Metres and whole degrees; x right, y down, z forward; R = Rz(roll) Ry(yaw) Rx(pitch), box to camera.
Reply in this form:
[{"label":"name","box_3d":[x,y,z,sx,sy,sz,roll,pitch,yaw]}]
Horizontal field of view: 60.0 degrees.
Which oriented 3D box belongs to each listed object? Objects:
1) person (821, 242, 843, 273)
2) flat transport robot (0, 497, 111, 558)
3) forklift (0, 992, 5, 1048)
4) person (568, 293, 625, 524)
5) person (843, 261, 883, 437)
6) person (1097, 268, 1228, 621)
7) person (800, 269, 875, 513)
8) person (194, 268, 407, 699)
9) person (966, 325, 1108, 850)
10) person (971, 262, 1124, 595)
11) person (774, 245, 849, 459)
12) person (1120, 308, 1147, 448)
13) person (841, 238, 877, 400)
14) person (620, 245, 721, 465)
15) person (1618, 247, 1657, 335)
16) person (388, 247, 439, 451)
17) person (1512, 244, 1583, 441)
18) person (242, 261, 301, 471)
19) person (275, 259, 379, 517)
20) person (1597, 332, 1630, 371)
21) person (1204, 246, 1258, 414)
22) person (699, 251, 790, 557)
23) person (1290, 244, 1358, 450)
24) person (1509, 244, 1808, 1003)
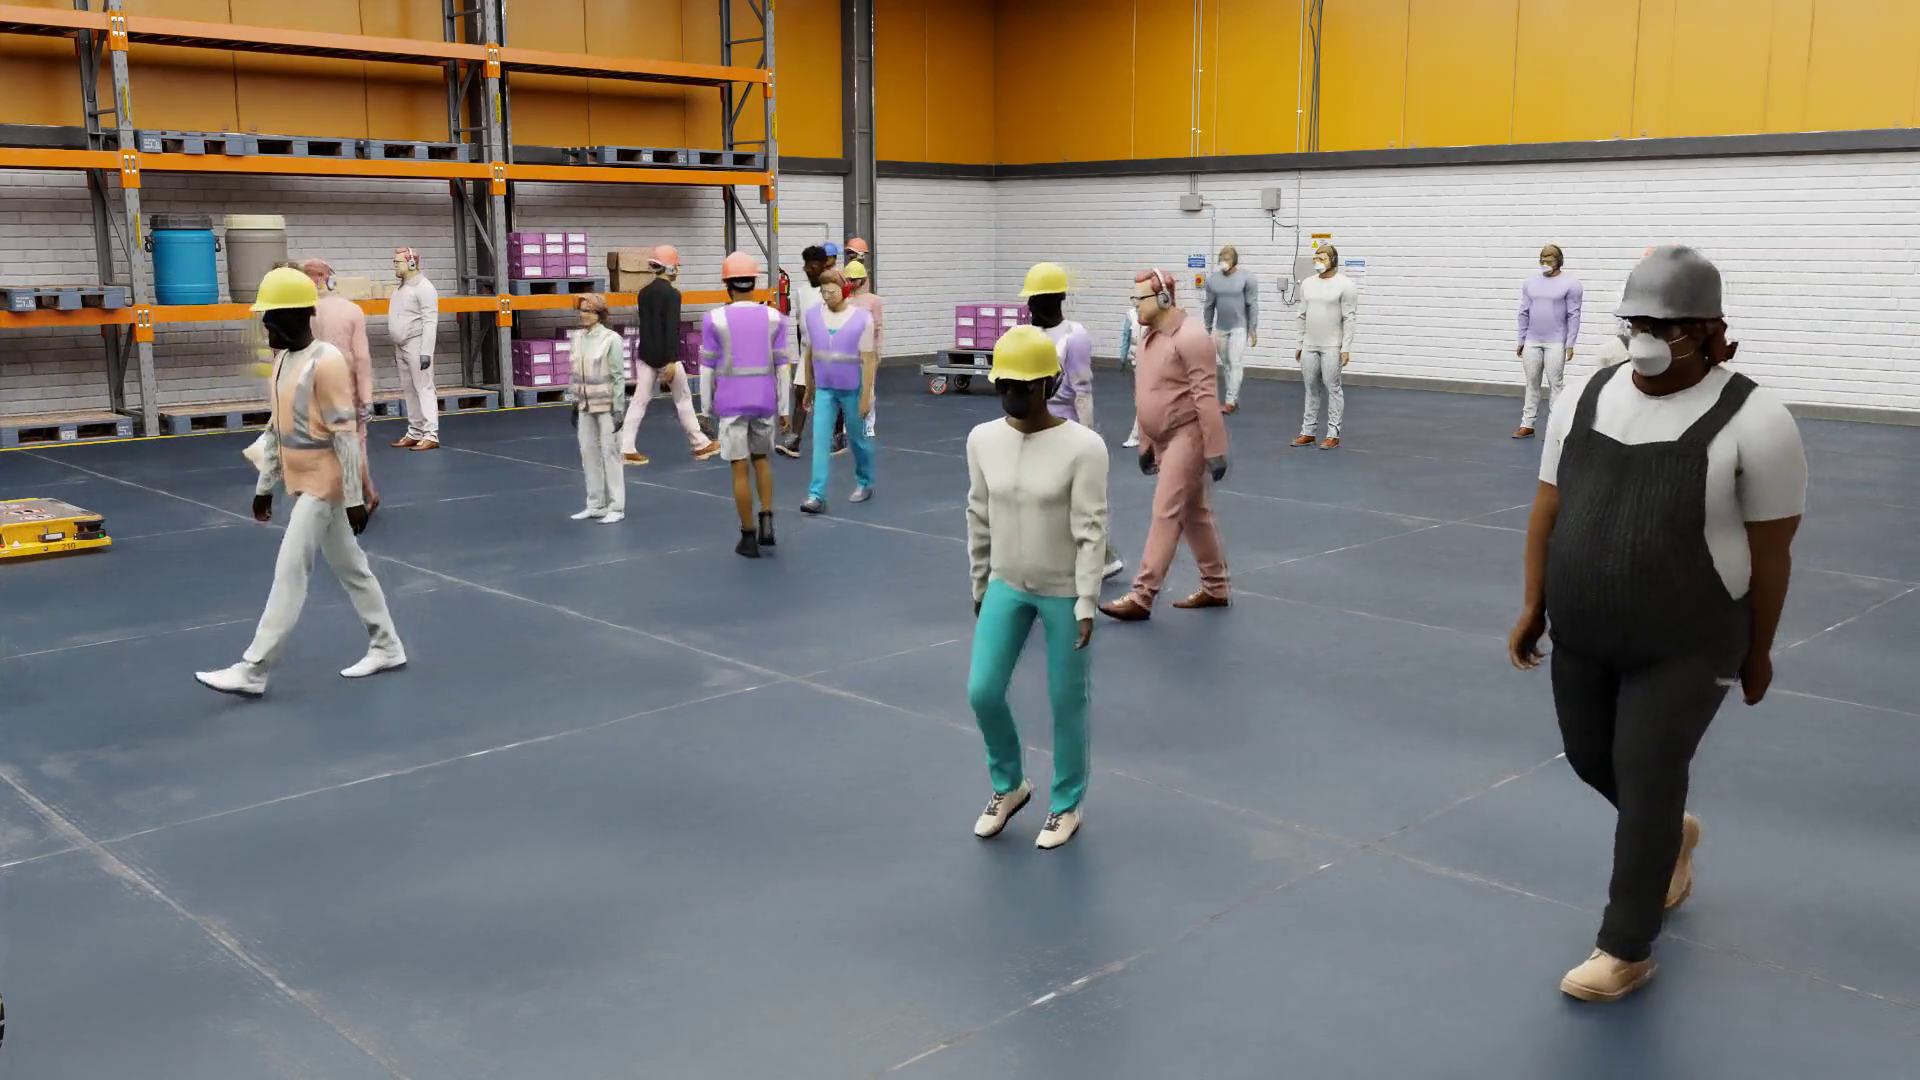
[{"label":"person","box_3d":[-1.681,-2.928,21.808,0.596,1.931,0.435,5,12,27]},{"label":"flat transport robot","box_3d":[-6.170,-0.100,10.916,0.652,0.197,1.431,-10,15,-44]},{"label":"forklift","box_3d":[-3.245,0.323,3.363,2.313,2.155,1.214,2,11,13]},{"label":"person","box_3d":[-2.562,-0.915,11.705,0.568,1.622,0.315,7,13,34]},{"label":"person","box_3d":[-1.035,-1.904,16.680,0.528,1.765,0.327,2,11,8]},{"label":"person","box_3d":[1.079,-0.500,8.823,0.904,1.848,0.661,-3,11,-16]},{"label":"person","box_3d":[-0.903,-1.106,12.302,0.605,1.788,1.006,4,11,19]},{"label":"person","box_3d":[-2.936,-0.253,7.360,0.976,1.871,0.615,-9,13,-39]},{"label":"person","box_3d":[0.250,0.173,5.424,0.534,1.742,0.474,5,12,26]},{"label":"person","box_3d":[0.534,-0.622,9.403,1.000,1.880,0.607,-5,11,-24]},{"label":"person","box_3d":[-1.313,-1.683,15.063,0.622,1.908,0.974,5,12,27]},{"label":"person","box_3d":[1.833,-1.722,16.140,0.530,1.599,0.848,10,14,43]},{"label":"person","box_3d":[-1.269,-2.713,20.485,0.399,1.988,0.618,-7,12,-32]},{"label":"person","box_3d":[-2.626,-1.636,14.777,0.642,1.927,1.081,10,14,43]},{"label":"person","box_3d":[6.588,-1.833,15.924,0.564,1.892,0.945,1,10,8]},{"label":"person","box_3d":[-5.187,-1.801,15.727,0.406,1.910,0.639,-10,14,-43]},{"label":"person","box_3d":[5.799,-1.945,16.443,0.371,1.935,0.627,-10,14,-43]},{"label":"person","box_3d":[-5.505,-1.342,13.464,0.527,1.821,0.625,-4,11,-22]},{"label":"person","box_3d":[-4.336,-0.990,11.451,0.654,1.850,0.997,-1,10,-8]},{"label":"person","box_3d":[3.551,-0.453,8.644,0.510,1.821,0.807,5,12,26]},{"label":"person","box_3d":[3.053,-2.375,18.981,0.651,1.895,0.731,8,13,37]},{"label":"person","box_3d":[-1.366,-0.850,10.506,0.548,1.917,0.457,-5,11,-24]},{"label":"person","box_3d":[3.455,-1.830,15.802,0.371,1.941,0.627,-10,14,-43]},{"label":"person","box_3d":[1.935,0.173,4.600,0.865,2.000,0.687,-8,13,-36]}]
